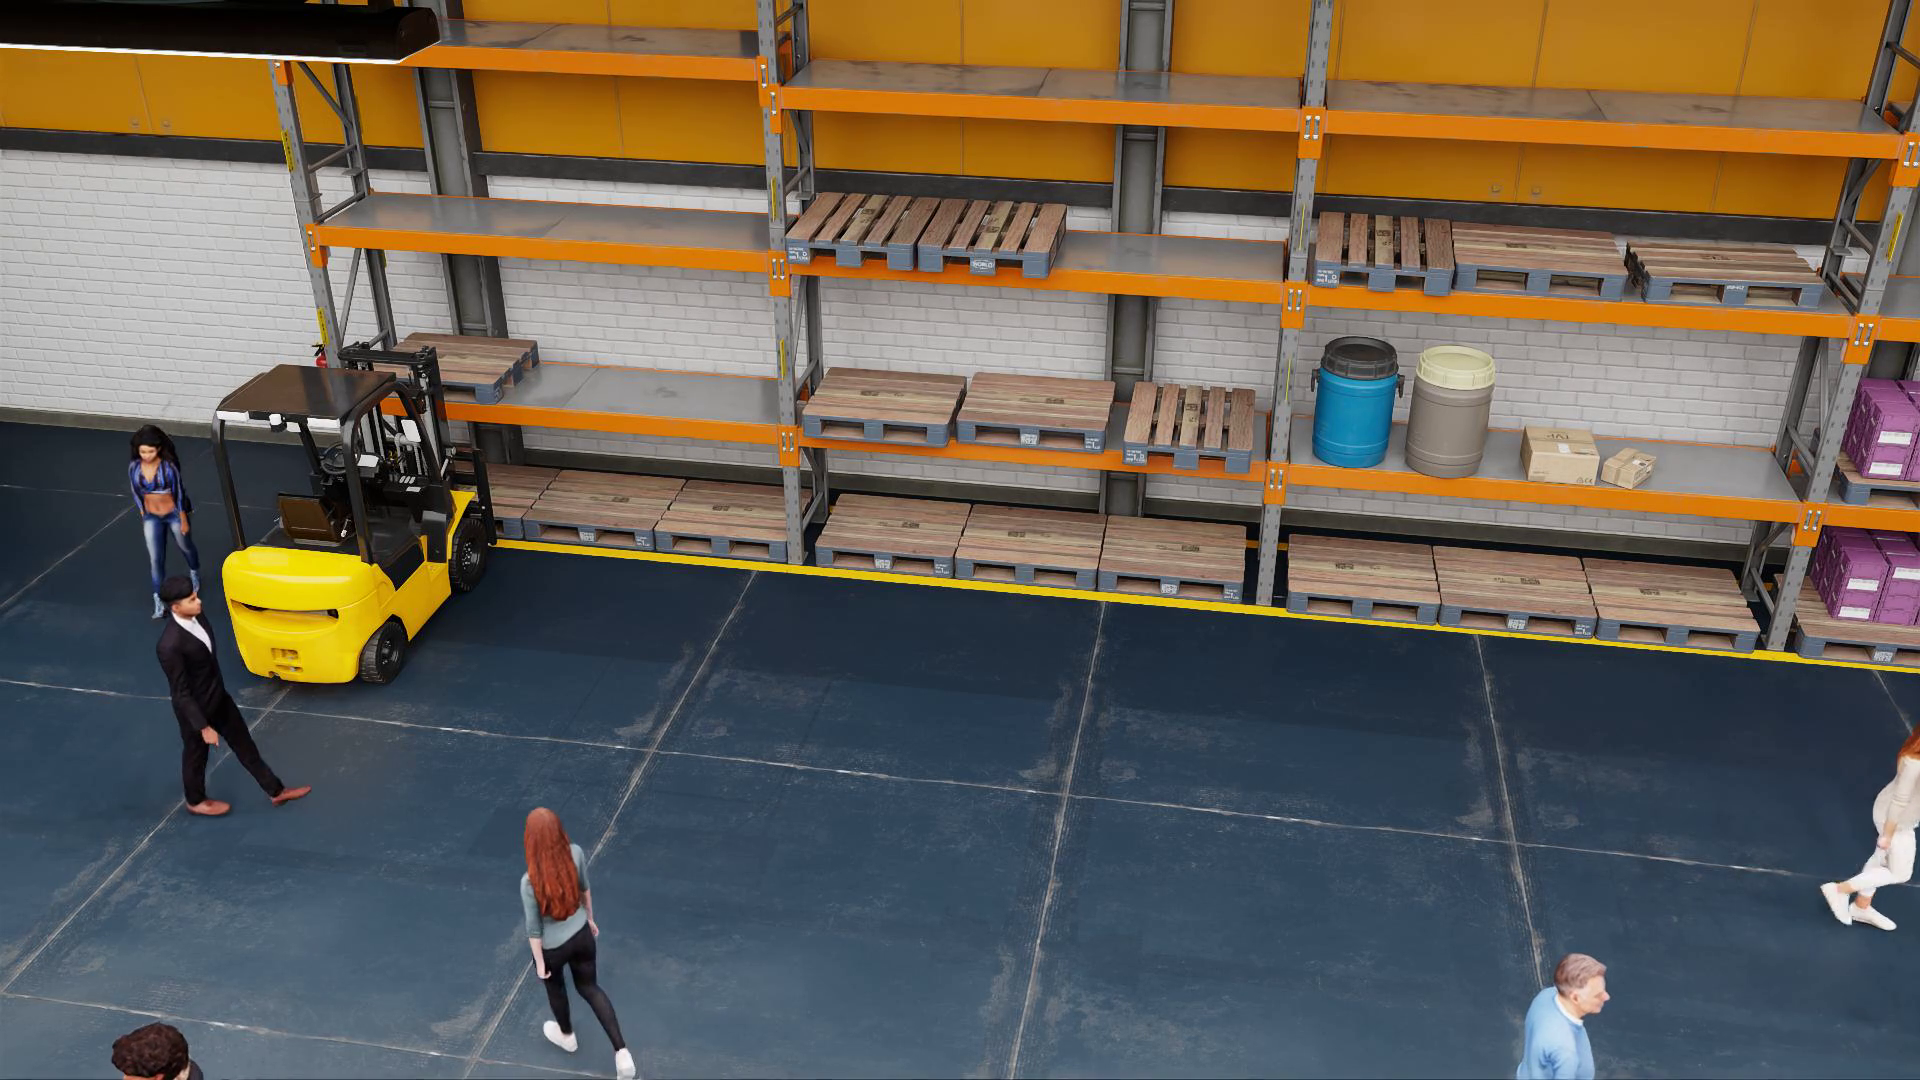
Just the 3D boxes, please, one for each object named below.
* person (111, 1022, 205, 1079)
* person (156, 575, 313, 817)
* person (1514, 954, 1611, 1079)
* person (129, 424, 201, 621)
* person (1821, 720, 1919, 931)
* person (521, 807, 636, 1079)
[{"bbox_3d":[-3.445,2.869,7.662,0.821,1.765,0.768,-16,32,-26],"label":"person"},{"bbox_3d":[-5.063,1.063,10.884,1.115,1.850,0.822,1,29,2],"label":"person"},{"bbox_3d":[2.785,2.690,7.940,0.560,1.813,0.659,3,29,5],"label":"person"},{"bbox_3d":[-6.397,-0.200,13.481,1.026,1.580,0.863,-2,29,-4],"label":"person"},{"bbox_3d":[5.548,1.634,10.000,0.795,1.694,0.731,17,33,29],"label":"person"},{"bbox_3d":[-2.072,2.212,8.913,1.134,1.721,0.949,24,37,37],"label":"person"}]
